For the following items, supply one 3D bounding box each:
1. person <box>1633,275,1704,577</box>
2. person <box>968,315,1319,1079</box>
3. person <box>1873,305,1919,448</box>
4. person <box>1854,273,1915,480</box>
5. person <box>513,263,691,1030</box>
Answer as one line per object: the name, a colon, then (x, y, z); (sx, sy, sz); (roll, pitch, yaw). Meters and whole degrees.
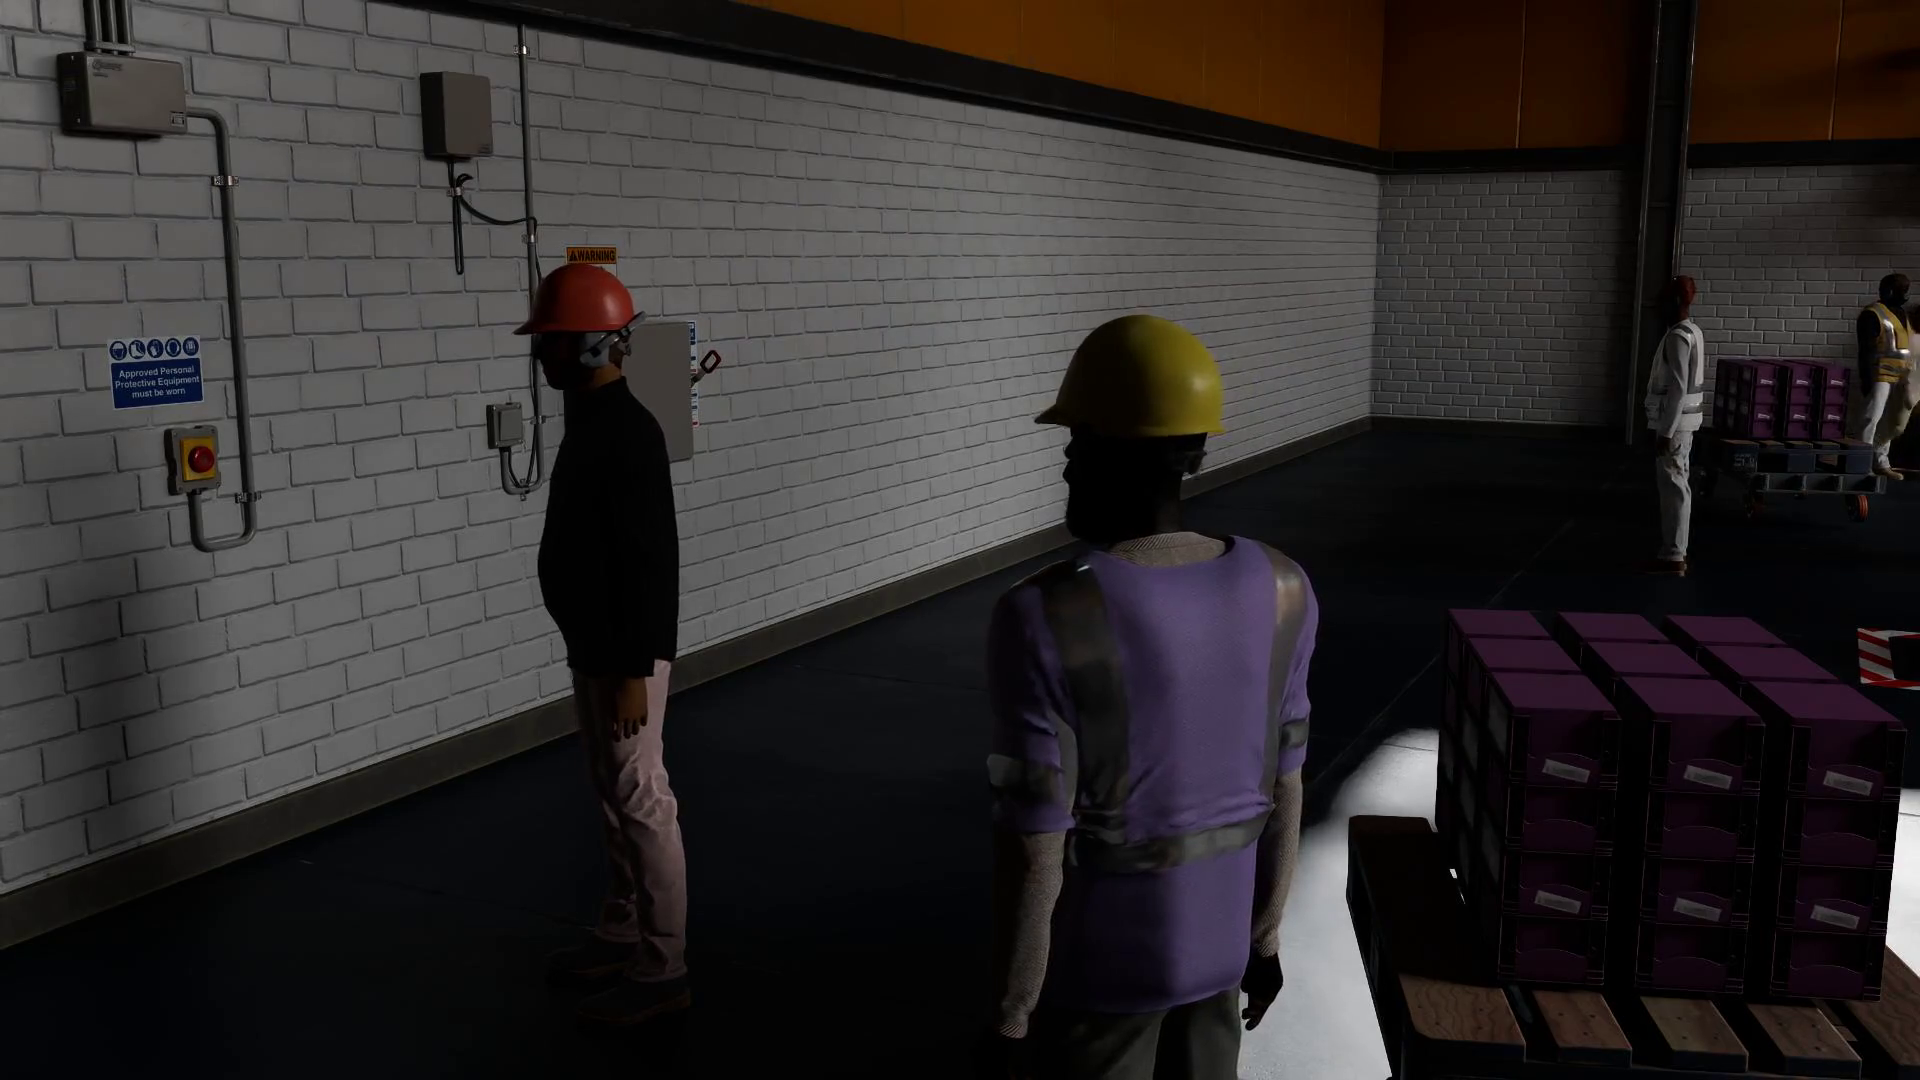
person: (4.476, -0.711, 10.453); (0.337, 1.879, 0.583); (6, 11, 30)
person: (0.273, 0.623, 2.590); (0.594, 1.928, 0.364); (-6, 12, -32)
person: (8.422, -1.312, 14.776); (0.513, 1.591, 0.808); (-8, 13, -38)
person: (8.205, -1.432, 14.742); (0.633, 1.841, 0.429); (-6, 11, -29)
person: (-0.936, 0.280, 4.386); (0.395, 1.993, 0.614); (-4, 11, -23)
